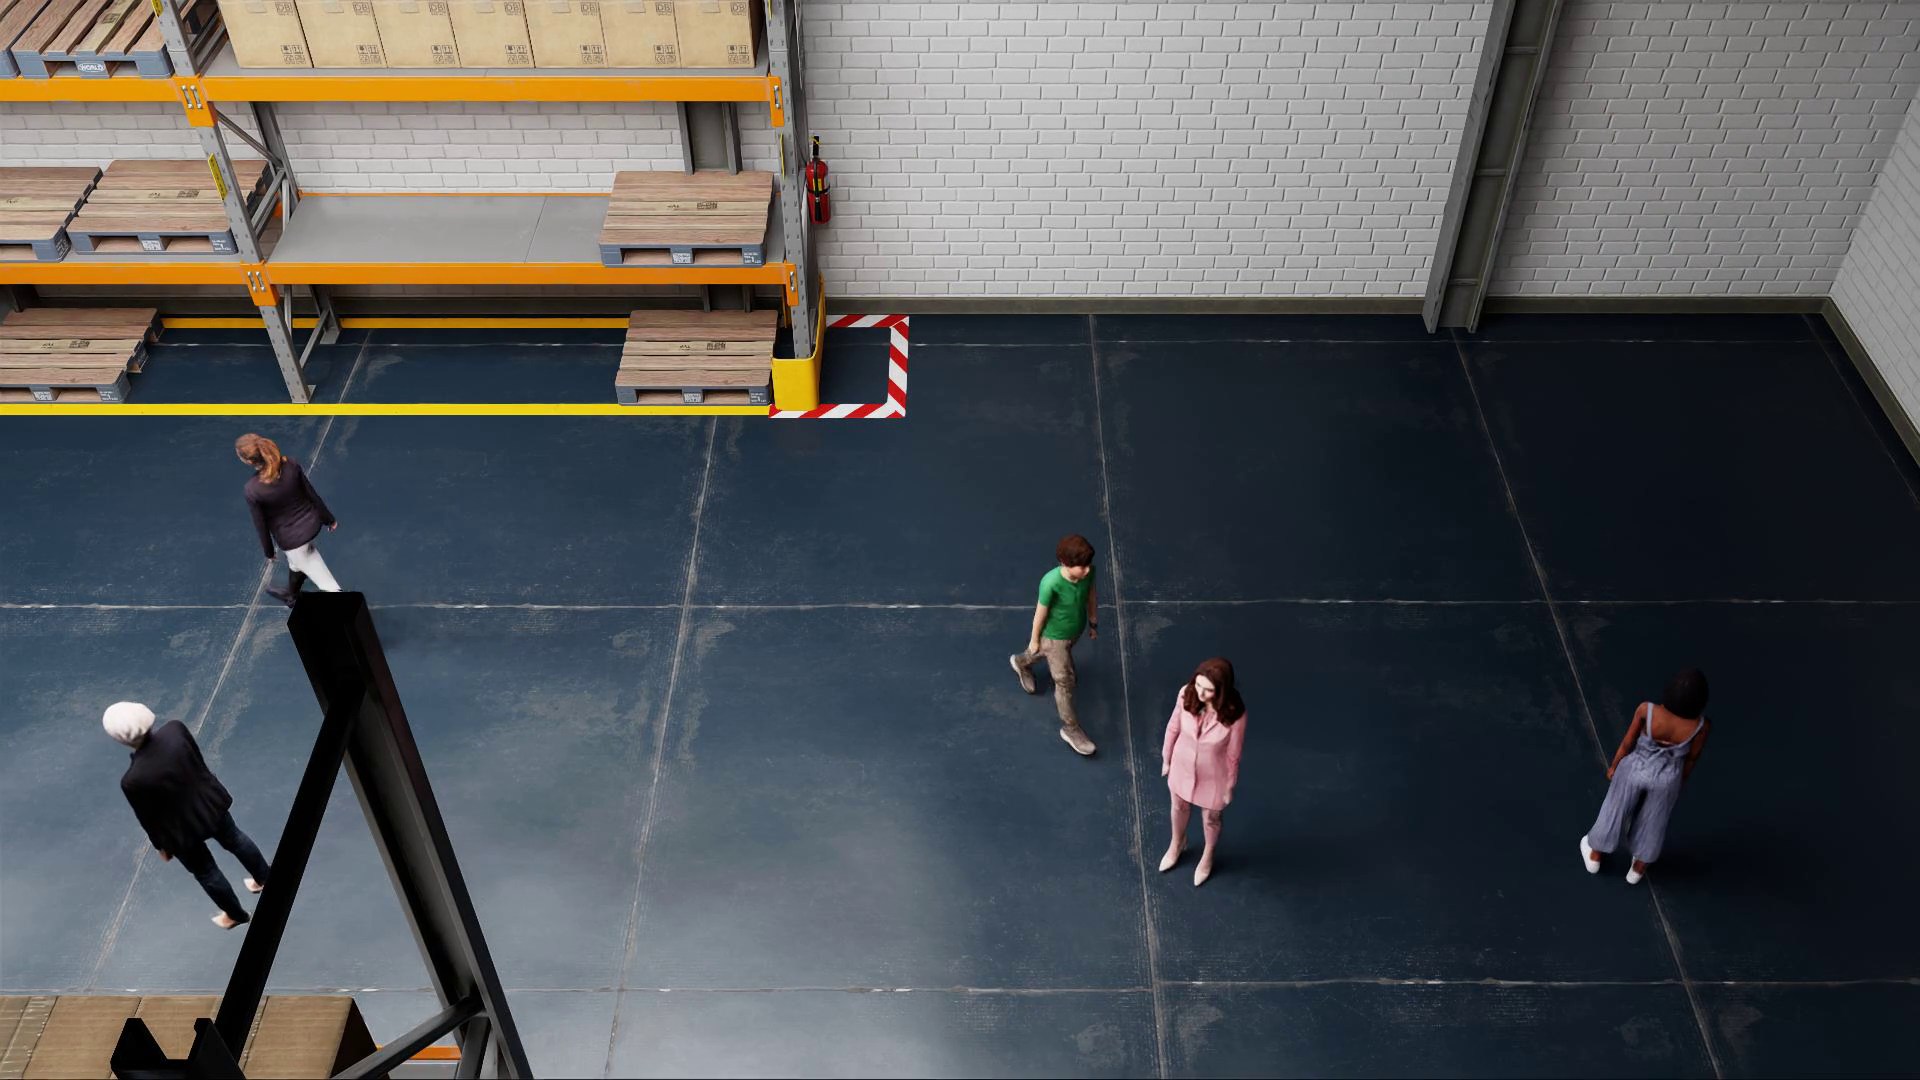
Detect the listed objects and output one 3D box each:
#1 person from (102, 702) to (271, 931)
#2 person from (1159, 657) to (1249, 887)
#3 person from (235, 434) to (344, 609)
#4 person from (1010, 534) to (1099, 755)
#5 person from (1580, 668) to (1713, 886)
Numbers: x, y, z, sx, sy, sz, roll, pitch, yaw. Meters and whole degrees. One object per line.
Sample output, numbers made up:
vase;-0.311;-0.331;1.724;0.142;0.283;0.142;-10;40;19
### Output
person;-3.931;1.378;8.548;0.716;1.778;0.796;15;46;16
person;1.378;1.282;9.349;0.640;1.800;0.749;24;49;23
person;-4.190;0.036;10.757;1.269;1.661;1.015;24;49;23
person;0.560;0.516;10.287;1.110;1.614;1.103;-28;50;-26
person;3.890;1.325;9.379;0.558;1.695;0.701;14;45;14
